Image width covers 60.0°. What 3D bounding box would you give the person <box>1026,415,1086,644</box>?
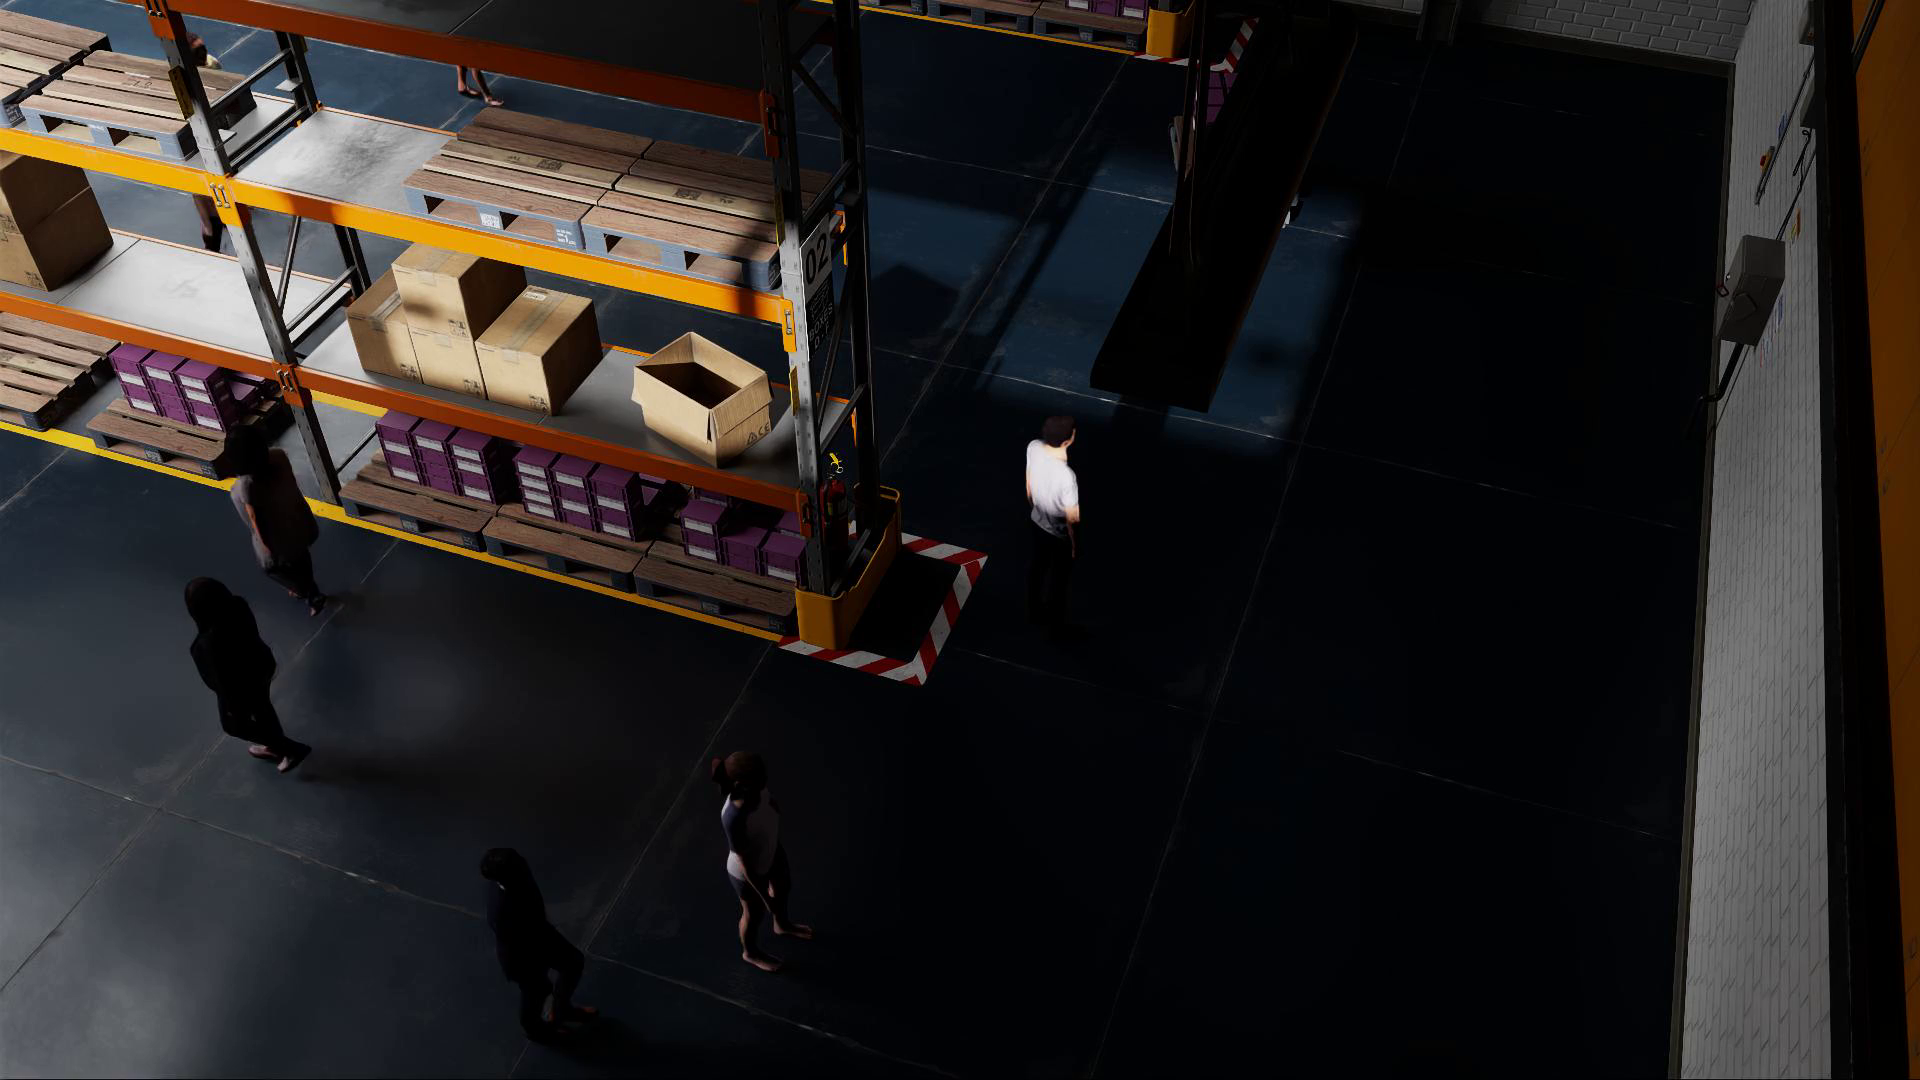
[{"bbox_3d":[0.613,-0.090,10.928,0.807,1.863,0.709,-24,48,-23],"label":"person"}]

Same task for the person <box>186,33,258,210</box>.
[{"bbox_3d":[-6.796,-3.822,15.026,0.891,1.615,0.741,22,48,22],"label":"person"}]

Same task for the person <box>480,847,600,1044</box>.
[{"bbox_3d":[-2.342,2.143,8.695,0.783,1.711,0.771,-3,44,-3],"label":"person"}]

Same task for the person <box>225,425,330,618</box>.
[{"bbox_3d":[-4.513,-0.109,11.144,0.732,1.594,0.623,15,46,15],"label":"person"}]

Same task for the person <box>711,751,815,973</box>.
[{"bbox_3d":[-1.156,1.758,9.063,0.636,1.761,0.598,12,45,12],"label":"person"}]

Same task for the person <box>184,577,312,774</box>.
[{"bbox_3d":[-4.289,0.844,10.133,0.811,1.608,0.771,1,44,1],"label":"person"}]
